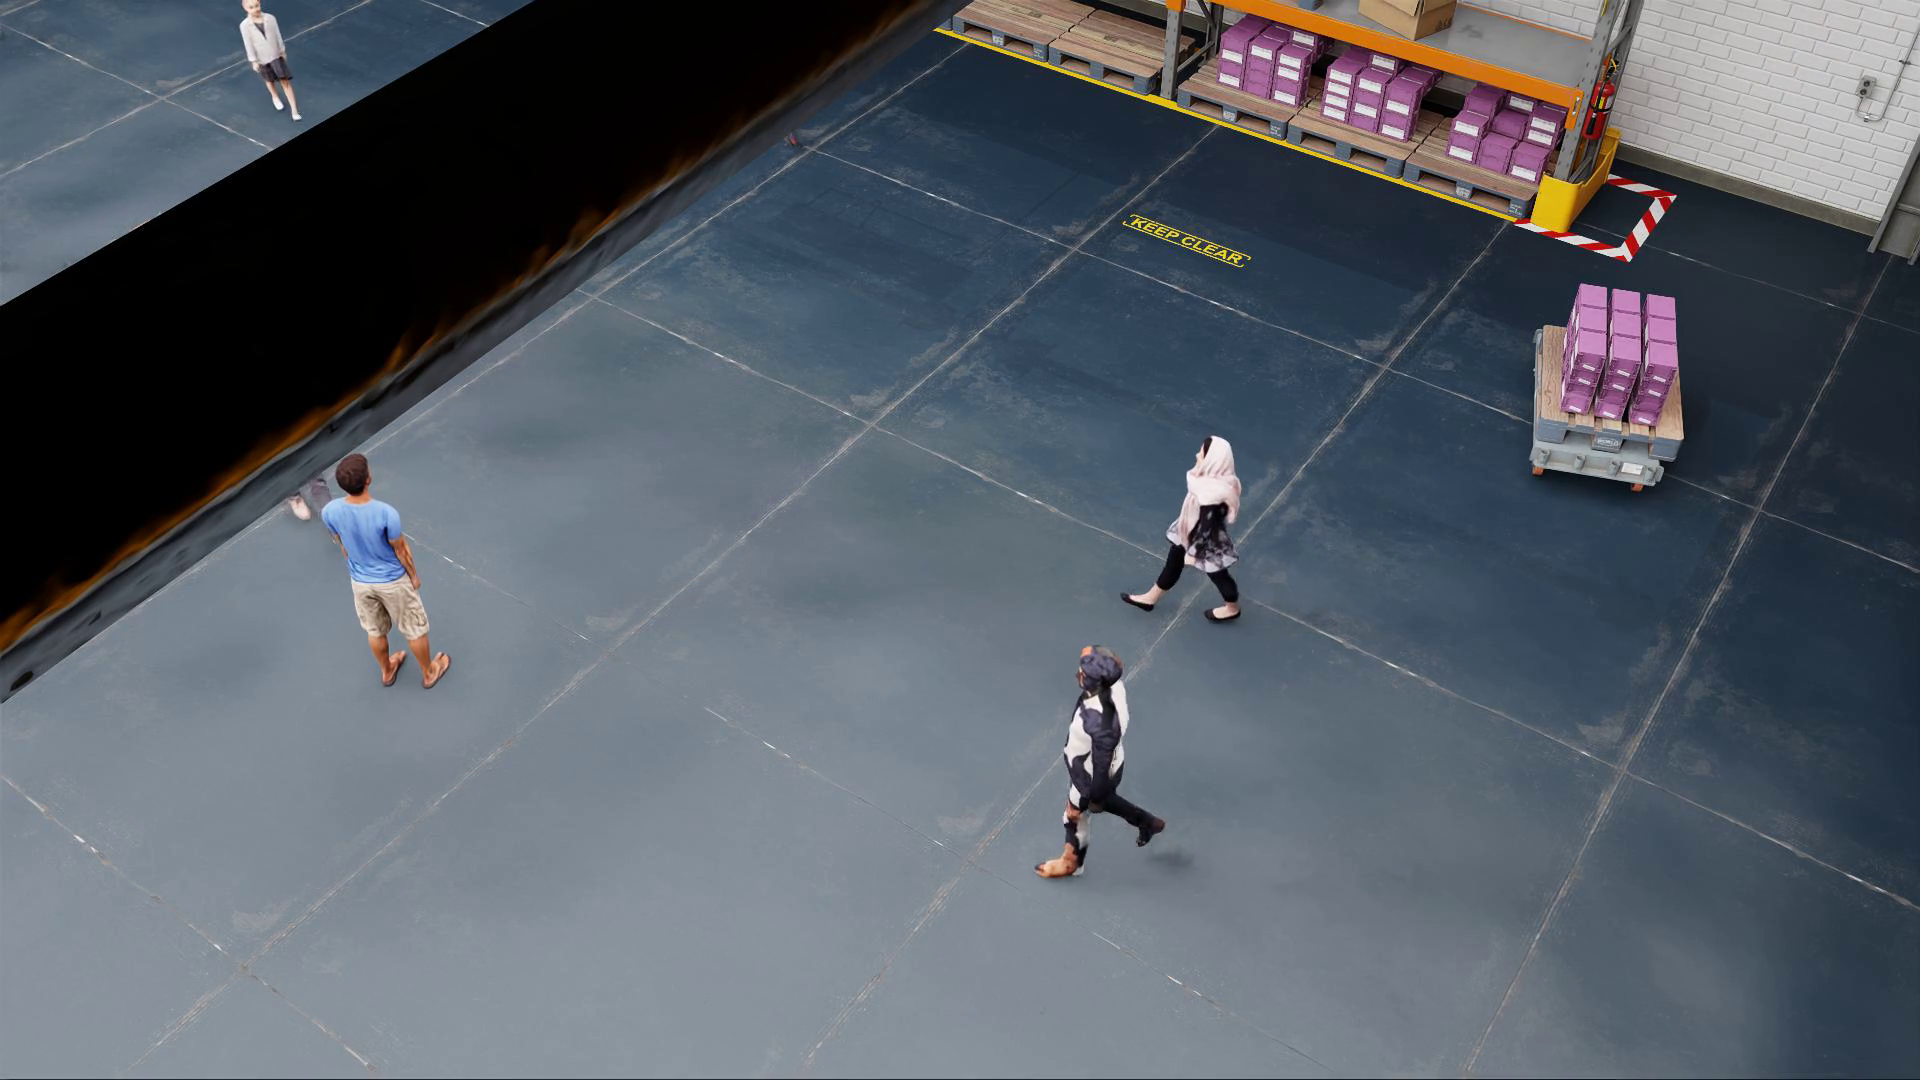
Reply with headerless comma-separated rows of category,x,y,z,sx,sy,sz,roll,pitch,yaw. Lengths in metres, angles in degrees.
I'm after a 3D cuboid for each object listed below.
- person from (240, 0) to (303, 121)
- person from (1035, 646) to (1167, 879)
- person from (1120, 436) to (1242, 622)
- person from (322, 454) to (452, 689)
person,-6.751,-4.728,16.186,0.760,1.243,0.953,-21,47,-21
person,0.838,1.291,9.411,1.138,1.874,1.013,0,44,0
person,1.702,-0.014,10.987,1.168,1.590,0.998,1,44,1
person,-3.672,0.226,10.536,0.676,1.863,0.789,3,44,3
